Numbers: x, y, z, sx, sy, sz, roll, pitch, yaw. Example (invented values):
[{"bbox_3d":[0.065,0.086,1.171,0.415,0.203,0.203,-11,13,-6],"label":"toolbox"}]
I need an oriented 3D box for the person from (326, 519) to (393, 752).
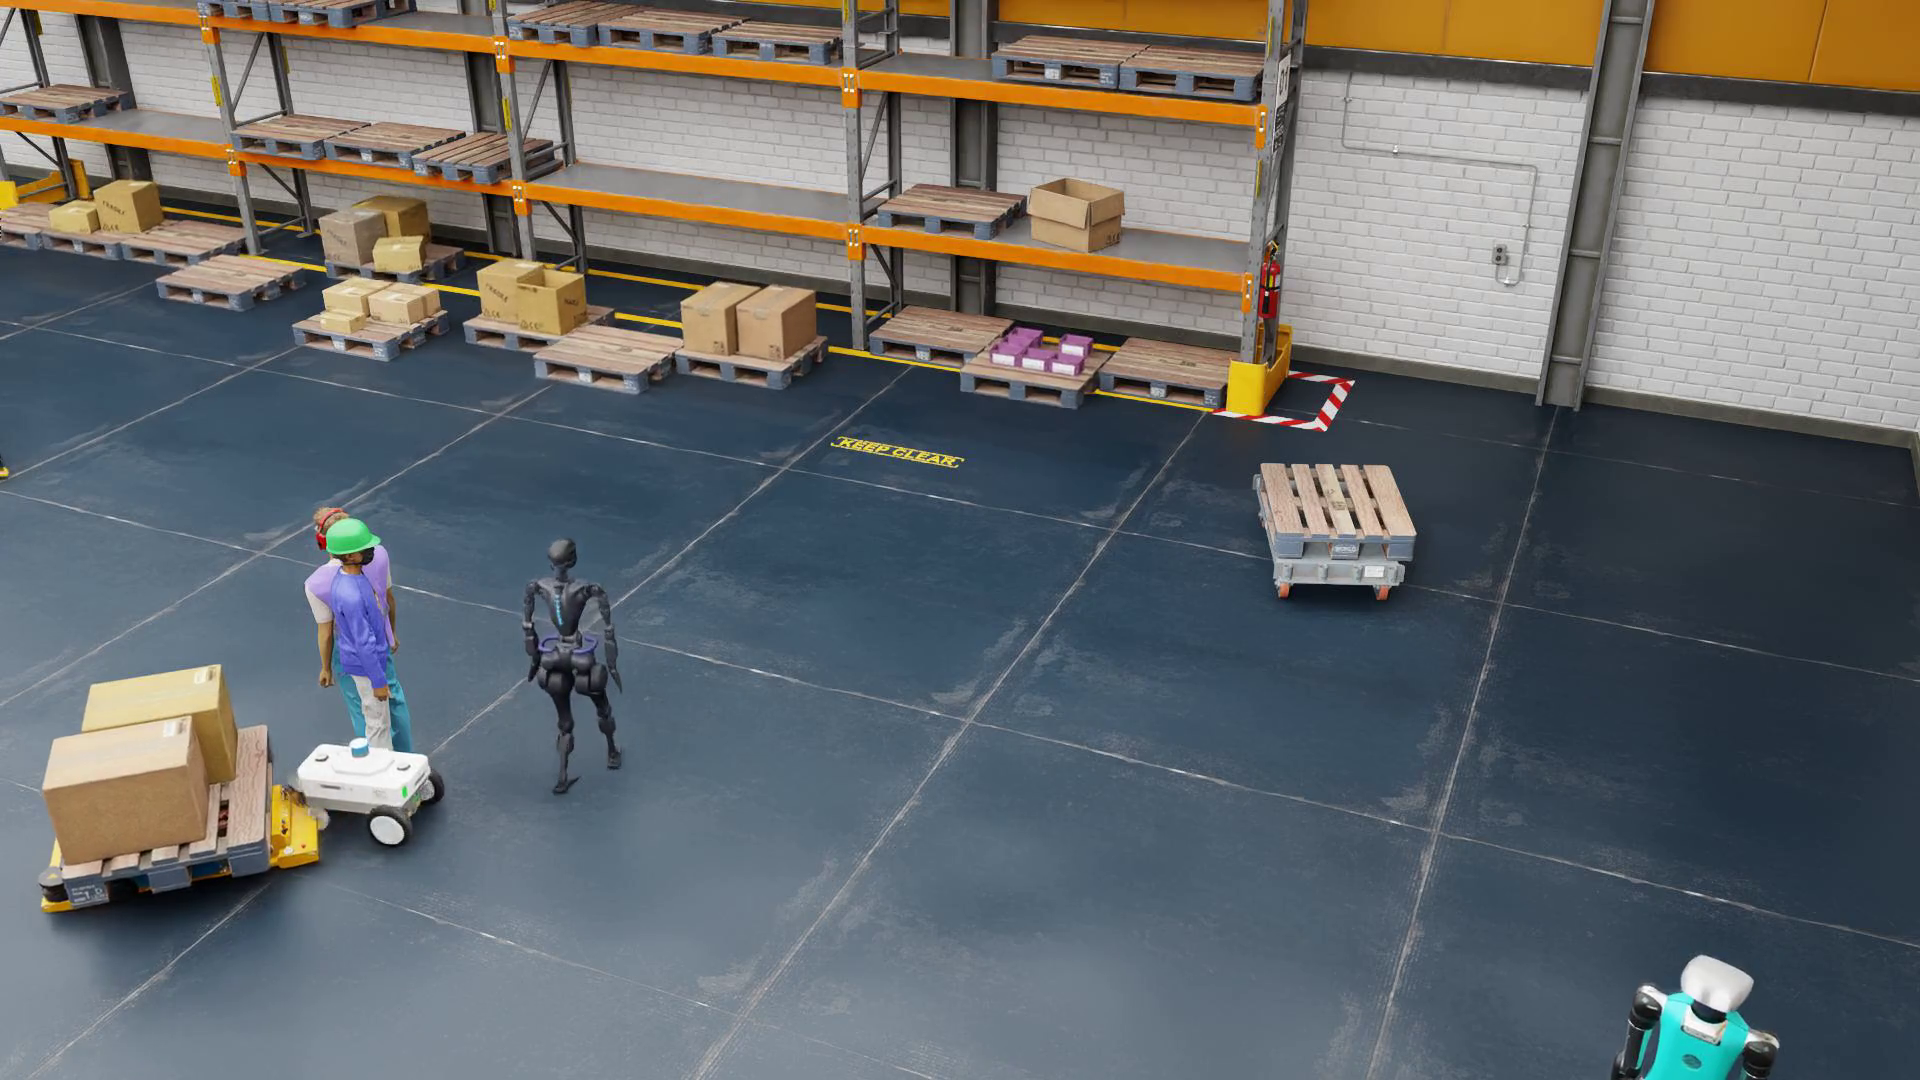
[{"bbox_3d":[-3.461,0.722,9.787,0.341,1.873,0.461,-12,30,-22],"label":"person"}]

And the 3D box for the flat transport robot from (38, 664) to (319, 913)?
[{"bbox_3d":[-4.456,1.737,9.563,1.431,0.231,0.659,-9,29,-17],"label":"flat transport robot"}]

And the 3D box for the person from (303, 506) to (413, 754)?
[{"bbox_3d":[-3.579,0.655,9.941,0.390,1.846,0.562,16,31,28],"label":"person"}]

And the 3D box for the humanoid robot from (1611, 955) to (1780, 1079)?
[{"bbox_3d":[2.933,2.316,6.767,0.535,1.739,0.646,17,32,29],"label":"humanoid robot"}]

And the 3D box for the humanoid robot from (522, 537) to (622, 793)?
[{"bbox_3d":[-2.336,0.730,10.016,0.591,1.639,0.534,2,27,5],"label":"humanoid robot"}]

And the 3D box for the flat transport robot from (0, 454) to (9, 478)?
[{"bbox_3d":[-8.800,-0.754,14.394,0.659,0.231,1.431,-22,35,-36],"label":"flat transport robot"}]

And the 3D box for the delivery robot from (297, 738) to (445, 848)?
[{"bbox_3d":[-3.480,1.456,9.817,0.815,0.614,0.499,5,28,9],"label":"delivery robot"}]
